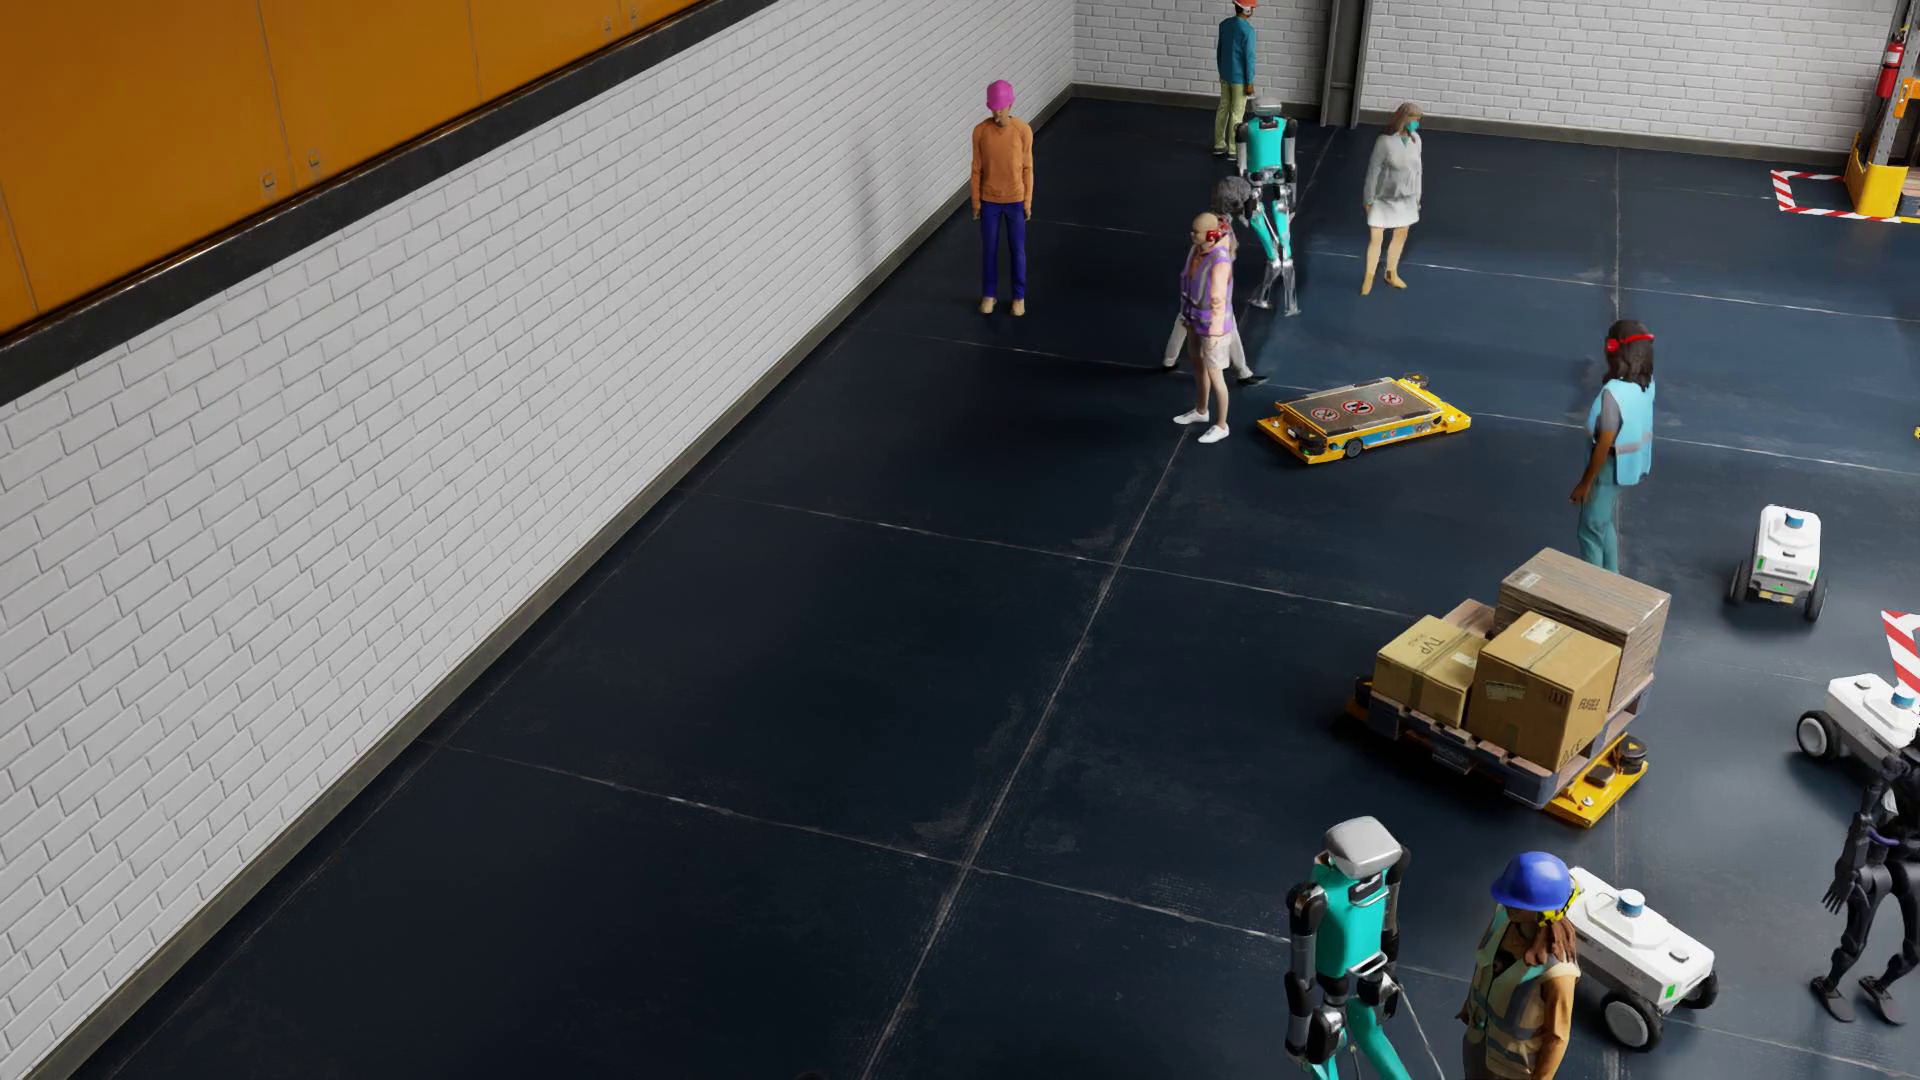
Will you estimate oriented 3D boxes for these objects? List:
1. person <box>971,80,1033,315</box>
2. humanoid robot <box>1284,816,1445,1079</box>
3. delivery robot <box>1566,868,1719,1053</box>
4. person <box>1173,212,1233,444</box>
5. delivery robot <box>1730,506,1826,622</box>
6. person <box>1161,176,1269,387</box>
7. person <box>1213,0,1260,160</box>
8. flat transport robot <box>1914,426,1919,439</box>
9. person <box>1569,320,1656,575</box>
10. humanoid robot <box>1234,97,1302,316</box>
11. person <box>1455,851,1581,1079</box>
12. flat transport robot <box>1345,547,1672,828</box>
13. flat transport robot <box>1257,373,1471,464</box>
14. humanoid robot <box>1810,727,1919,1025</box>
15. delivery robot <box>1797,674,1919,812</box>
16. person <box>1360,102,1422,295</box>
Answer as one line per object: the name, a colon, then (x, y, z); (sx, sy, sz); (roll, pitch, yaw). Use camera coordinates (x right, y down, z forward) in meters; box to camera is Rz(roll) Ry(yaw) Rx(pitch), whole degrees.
person: (0.342, -2.823, 13.754); (0.516, 1.973, 0.402); (3, 31, 6)
humanoid robot: (1.512, 1.867, 6.046); (0.553, 1.828, 0.741); (-20, 36, -30)
delivery robot: (2.904, 1.803, 7.285); (0.499, 0.603, 0.794); (-21, 36, -31)
person: (1.743, -1.516, 11.814); (0.358, 1.681, 0.495); (-12, 32, -19)
delivery robot: (5.038, 0.095, 10.162); (0.499, 0.575, 0.759); (13, 33, 21)
person: (1.953, -1.970, 12.622); (0.789, 1.638, 0.519); (-3, 31, -4)
person: (2.926, -4.897, 17.492); (0.344, 1.746, 0.572); (-15, 34, -24)
flat transport robot: (7.663, -0.692, 11.802); (1.431, 0.231, 0.659); (-2, 31, -4)
person: (3.788, -0.383, 9.717); (0.403, 1.857, 0.593); (23, 37, 33)
humanoid robot: (2.607, -2.695, 13.766); (0.619, 1.779, 0.841); (-5, 31, -8)
person: (1.967, 1.828, 6.024); (0.323, 1.776, 0.475); (-8, 31, -13)
flat transport robot: (2.861, 1.012, 8.903); (1.431, 0.231, 0.659); (26, 39, 37)
flat transport robot: (2.953, -0.890, 12.140); (1.431, 0.231, 0.659); (-13, 33, -21)
humanoid robot: (3.913, 1.343, 6.942); (0.587, 1.647, 0.336); (-5, 31, -9)
delivery robot: (4.808, 1.011, 8.610); (0.520, 0.581, 0.750); (-7, 31, -12)
person: (3.683, -2.906, 14.205); (0.546, 1.651, 0.351); (-7, 31, -12)
